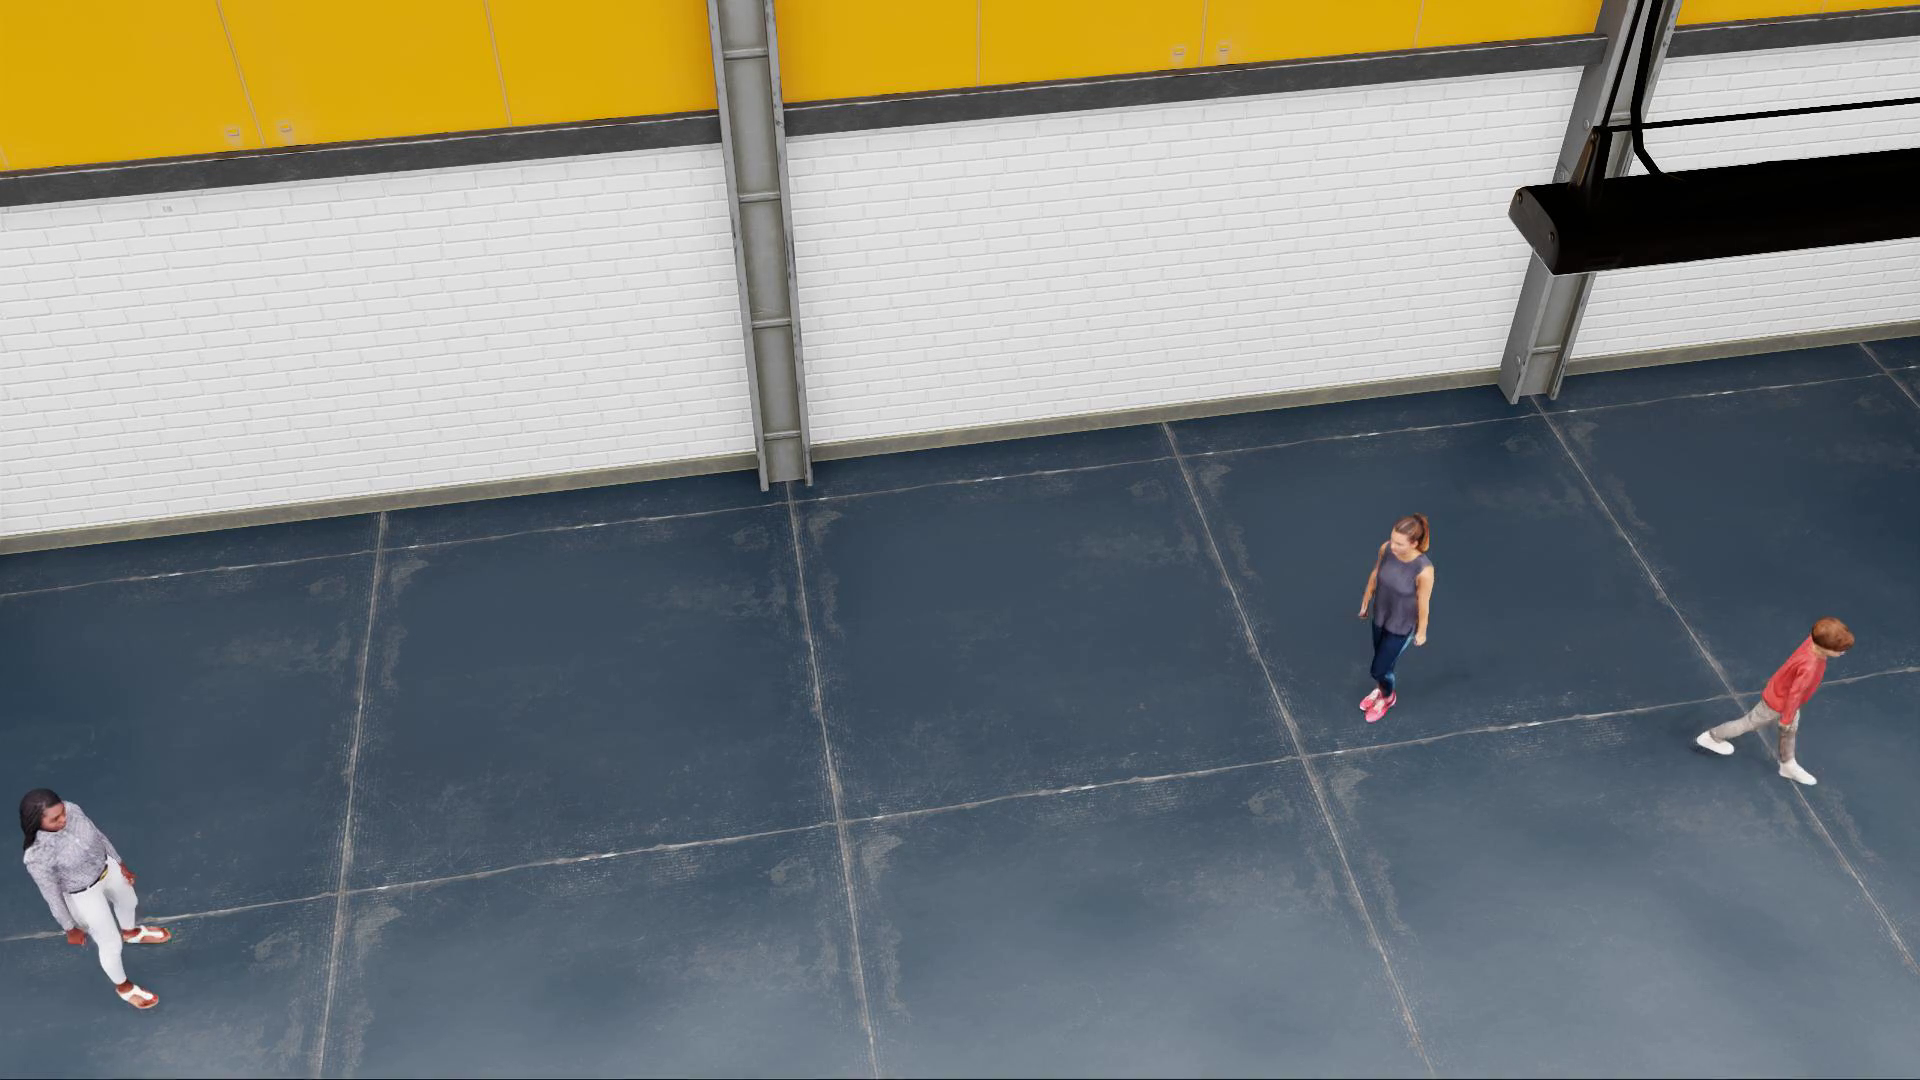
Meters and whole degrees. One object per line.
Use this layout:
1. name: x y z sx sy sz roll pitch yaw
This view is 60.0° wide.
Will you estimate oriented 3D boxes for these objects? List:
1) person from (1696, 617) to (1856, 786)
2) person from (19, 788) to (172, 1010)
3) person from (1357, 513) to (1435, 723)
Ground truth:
1. person: 4.977 0.921 10.200 1.003 1.368 0.941 23 48 22
2. person: -4.676 1.880 8.942 0.788 1.715 0.819 8 44 8
3. person: 2.792 0.461 10.432 0.753 1.714 0.712 -25 49 -24
